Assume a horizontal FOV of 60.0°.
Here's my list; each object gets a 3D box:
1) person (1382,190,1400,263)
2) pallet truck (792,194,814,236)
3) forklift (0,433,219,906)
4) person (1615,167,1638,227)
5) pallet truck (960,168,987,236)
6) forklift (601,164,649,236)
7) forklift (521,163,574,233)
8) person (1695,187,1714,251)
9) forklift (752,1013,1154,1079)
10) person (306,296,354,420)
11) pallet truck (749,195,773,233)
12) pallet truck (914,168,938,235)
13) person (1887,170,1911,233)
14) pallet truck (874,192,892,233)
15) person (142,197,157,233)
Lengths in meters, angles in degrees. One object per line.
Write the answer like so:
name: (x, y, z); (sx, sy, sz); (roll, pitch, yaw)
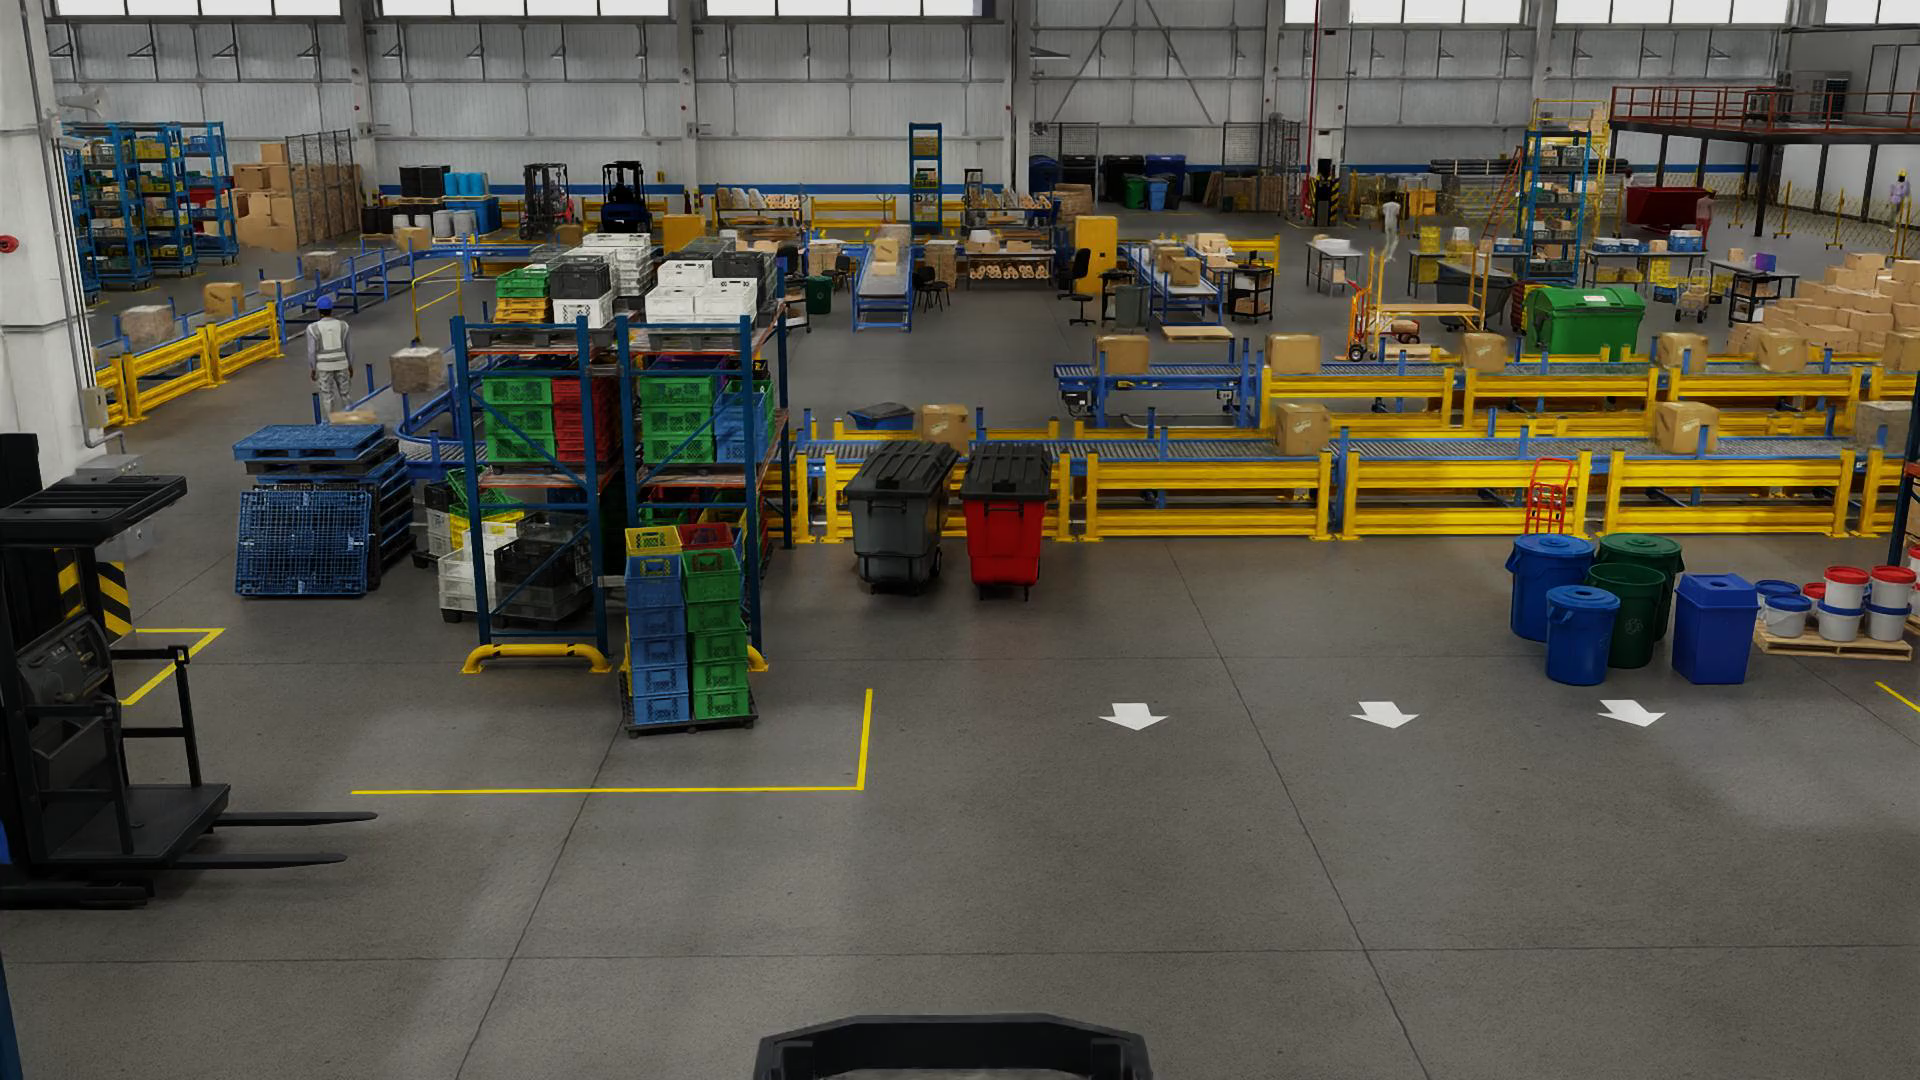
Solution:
person: (11.217, -8.131, 43.155); (0.552, 1.857, 0.493); (14, 22, 41)
pallet truck: (-4.814, -9.883, 50.259); (0.704, 1.261, 1.522); (-1, 16, -3)
forklift: (-5.952, 0.780, 10.366); (1.873, 2.768, 1.129); (0, 16, -1)
person: (20.981, -10.778, 52.357); (0.598, 1.866, 0.619); (15, 22, 42)
pallet truck: (0.383, -10.230, 50.206); (0.823, 1.965, 1.885); (-1, 16, -3)
forklift: (-9.948, -10.127, 49.296); (1.157, 1.987, 2.680); (-1, 16, -3)
forklift: (-12.233, -10.122, 49.298); (1.157, 1.987, 2.680); (0, 16, -1)
person: (20.497, -8.831, 45.773); (0.335, 1.761, 0.519); (-10, 19, -32)
forklift: (-0.016, 2.549, 4.215); (1.129, 2.768, 1.873); (0, 16, -1)
person: (-8.745, -2.417, 23.138); (0.607, 1.947, 0.405); (-11, 20, -34)
pallet truck: (-6.051, -9.967, 50.660); (0.680, 1.201, 1.601); (0, 16, -1)
pallet truck: (-0.989, -10.316, 50.507); (0.823, 1.965, 1.885); (1, 16, 3)
person: (28.577, -10.278, 50.564); (0.605, 1.880, 0.947); (0, 16, 0)
pallet truck: (-2.277, -9.986, 50.594); (0.653, 1.274, 1.630); (0, 16, -1)
person: (-22.226, -8.879, 45.556); (0.837, 1.964, 0.654); (9, 19, 30)
